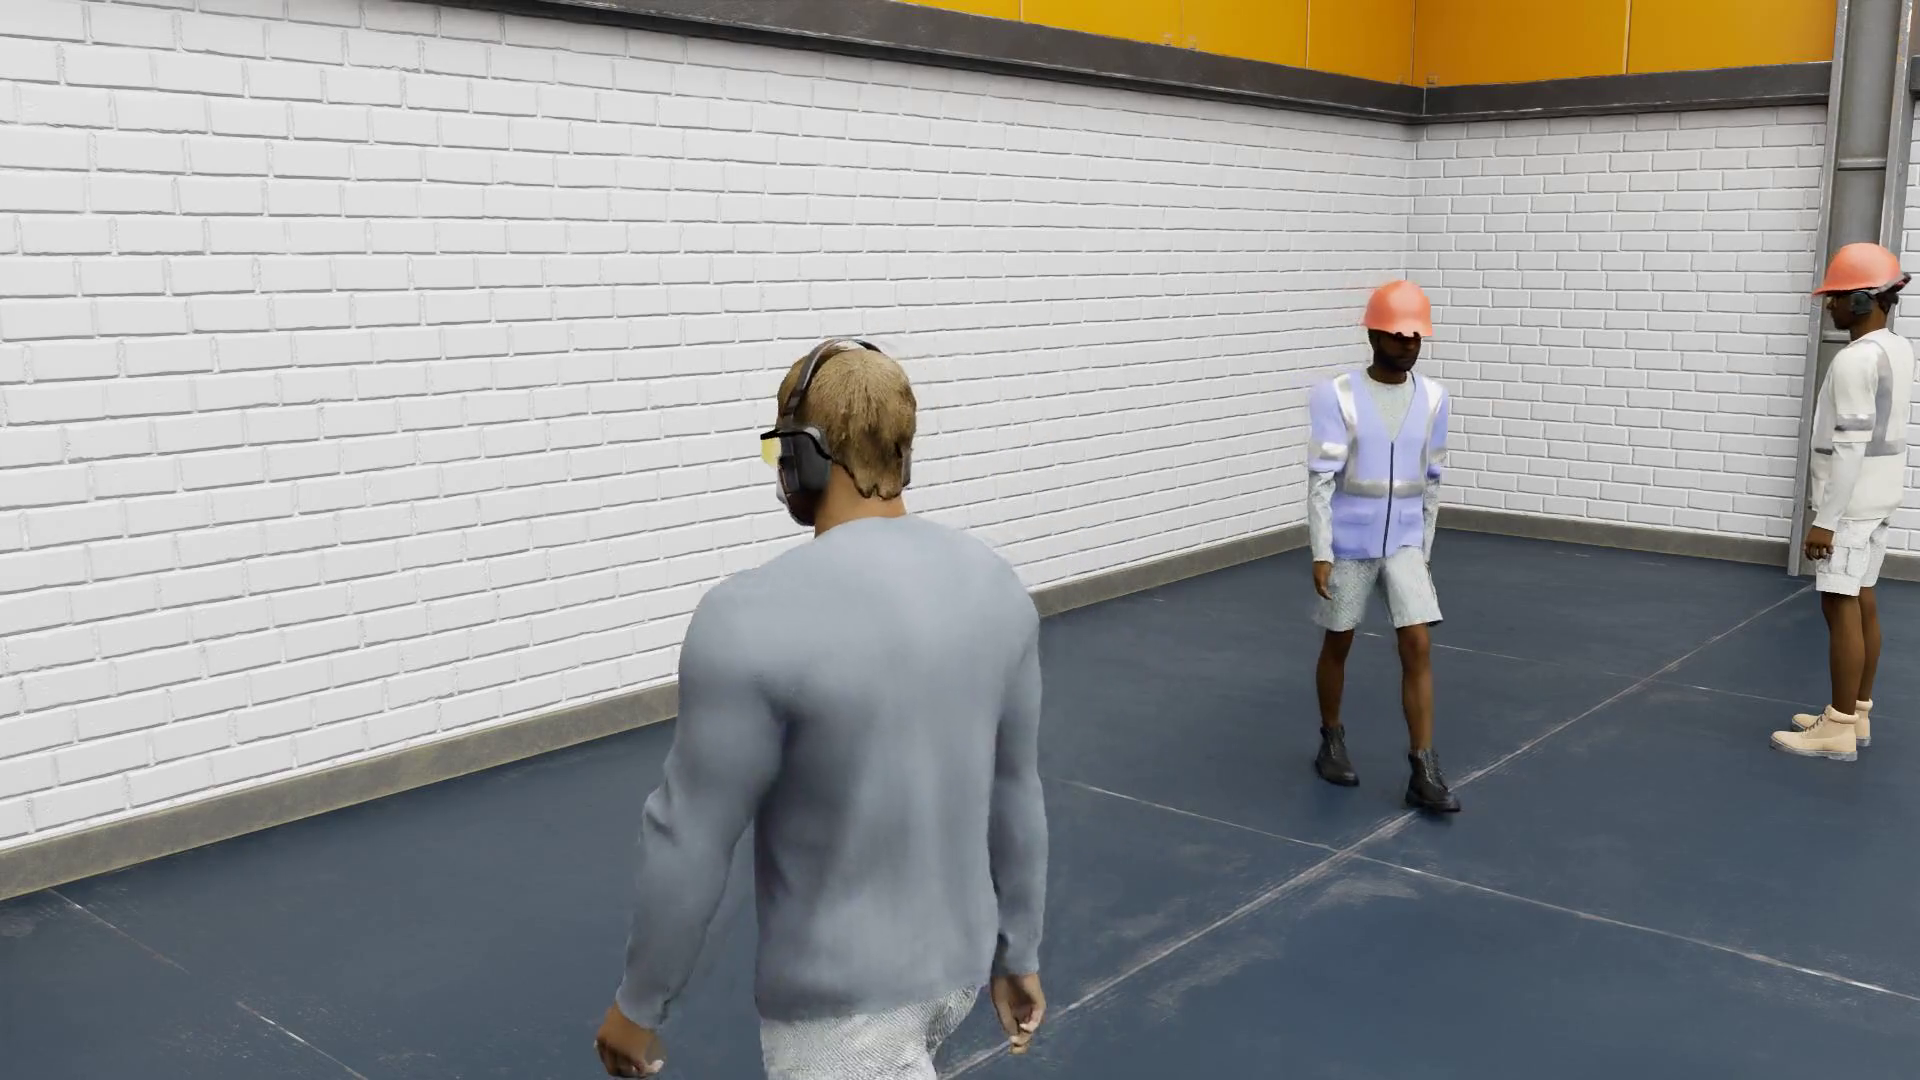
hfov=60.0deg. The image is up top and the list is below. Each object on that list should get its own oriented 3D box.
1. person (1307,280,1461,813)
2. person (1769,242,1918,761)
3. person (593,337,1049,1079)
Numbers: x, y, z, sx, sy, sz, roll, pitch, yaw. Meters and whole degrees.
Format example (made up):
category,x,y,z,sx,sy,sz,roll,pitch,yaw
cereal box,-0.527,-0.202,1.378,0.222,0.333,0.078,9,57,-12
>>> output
category,x,y,z,sx,sy,sz,roll,pitch,yaw
person,1.529,0.033,6.002,0.571,1.900,0.888,-1,10,-7
person,3.521,-0.146,6.609,0.374,2.043,0.608,9,13,41
person,-0.210,0.644,2.553,1.021,1.884,0.655,8,13,37
